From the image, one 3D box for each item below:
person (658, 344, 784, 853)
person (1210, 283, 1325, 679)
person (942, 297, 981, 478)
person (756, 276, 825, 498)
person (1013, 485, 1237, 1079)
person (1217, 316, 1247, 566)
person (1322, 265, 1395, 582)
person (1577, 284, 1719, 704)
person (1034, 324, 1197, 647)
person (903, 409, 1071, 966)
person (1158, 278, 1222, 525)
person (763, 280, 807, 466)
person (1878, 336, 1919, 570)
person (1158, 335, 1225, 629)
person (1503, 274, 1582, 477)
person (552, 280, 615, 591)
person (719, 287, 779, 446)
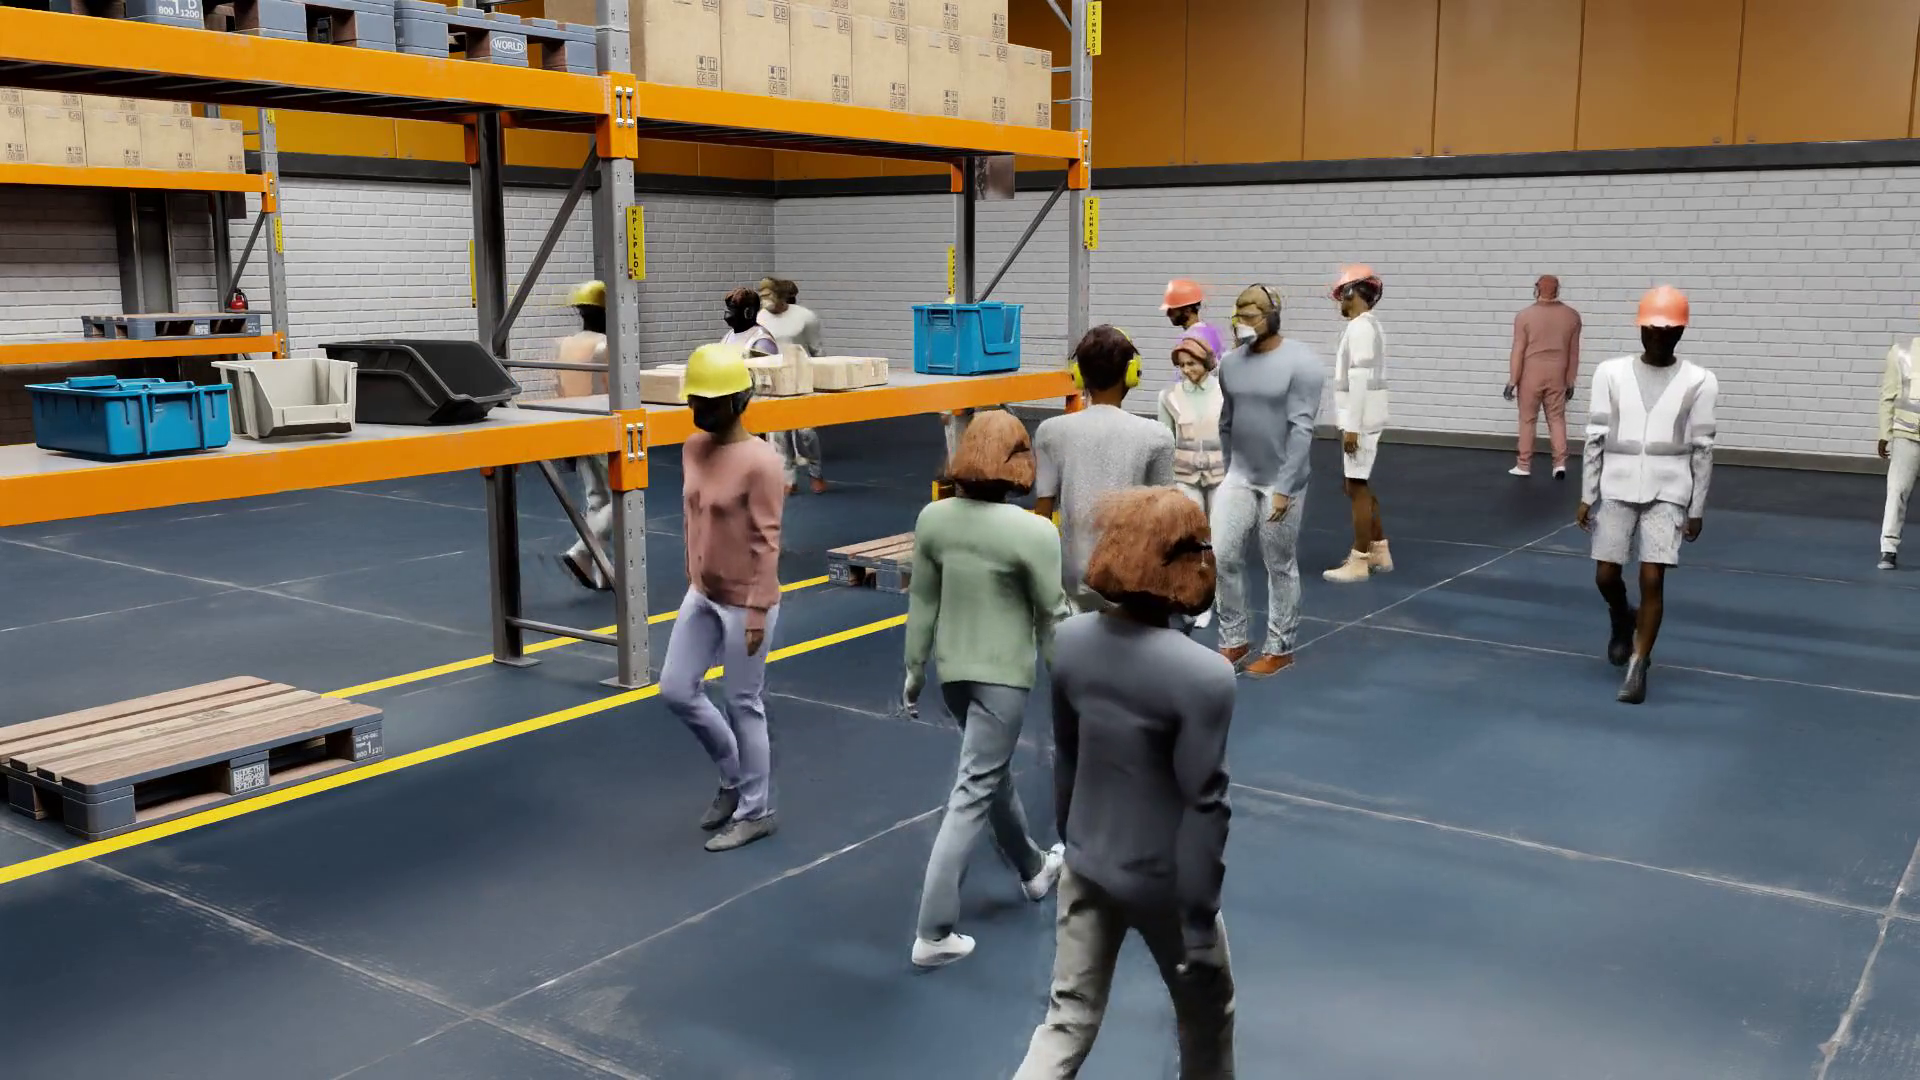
[{"bbox_3d":[-0.803,0.208,5.660,0.377,1.747,0.543,-9,13,-43],"label":"person"},{"bbox_3d":[1.422,-0.255,7.952,0.609,1.915,0.621,-9,13,-43],"label":"person"},{"bbox_3d":[-0.015,-1.076,13.364,0.310,1.739,0.485,5,11,28],"label":"person"},{"bbox_3d":[-1.480,-1.293,14.182,0.671,1.895,0.586,1,10,7],"label":"person"},{"bbox_3d":[0.337,0.677,3.336,0.833,1.593,0.510,-8,12,-40],"label":"person"},{"bbox_3d":[1.837,-0.709,11.185,0.521,1.747,0.541,6,11,33],"label":"person"},{"bbox_3d":[2.562,-0.723,10.517,0.455,1.996,0.658,2,10,14],"label":"person"},{"bbox_3d":[3.196,-0.226,7.748,0.573,1.922,0.639,5,11,28],"label":"person"},{"bbox_3d":[0.525,0.164,5.772,0.544,1.811,1.026,4,10,23],"label":"person"},{"bbox_3d":[0.114,0.407,4.932,0.522,1.583,0.870,8,12,39],"label":"person"},{"bbox_3d":[1.604,-0.826,11.368,0.511,1.902,0.576,5,11,29],"label":"person"},{"bbox_3d":[-1.750,-1.652,16.499,0.430,1.835,0.624,-8,12,-38],"label":"person"},{"bbox_3d":[6.319,-0.694,10.839,0.612,1.820,0.431,5,11,29],"label":"person"},{"bbox_3d":[1.375,-0.334,9.275,0.558,1.614,0.449,3,10,16],"label":"person"},{"bbox_3d":[5.450,-1.527,15.595,0.653,1.922,0.407,-1,10,-5],"label":"person"},{"bbox_3d":[-2.233,-0.610,10.072,0.613,1.904,0.563,6,11,33],"label":"person"},{"bbox_3d":[-1.485,-0.795,11.364,0.429,1.847,0.627,-7,12,-36],"label":"person"}]
